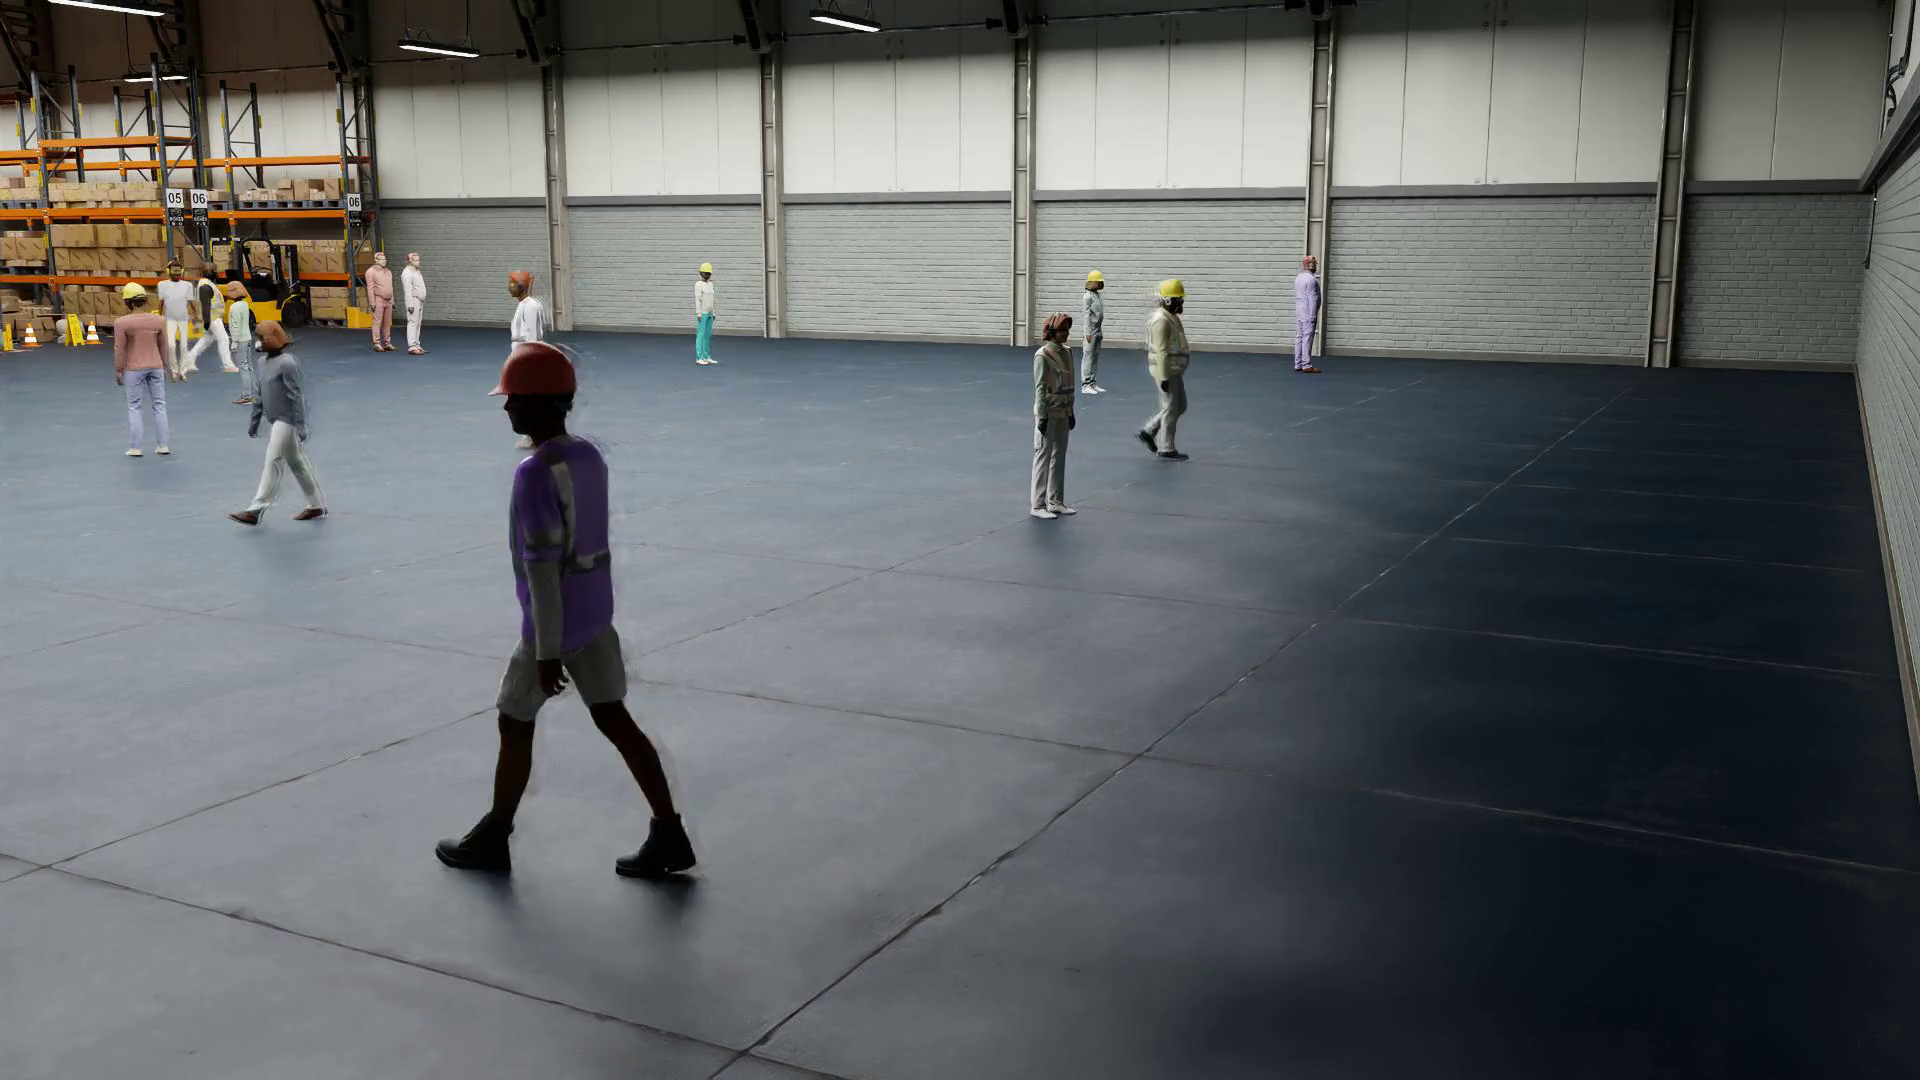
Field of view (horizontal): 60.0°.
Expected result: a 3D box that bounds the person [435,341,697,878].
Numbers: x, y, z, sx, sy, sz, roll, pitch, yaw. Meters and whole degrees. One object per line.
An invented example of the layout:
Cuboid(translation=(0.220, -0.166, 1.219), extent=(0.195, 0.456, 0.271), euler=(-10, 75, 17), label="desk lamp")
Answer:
Cuboid(translation=(-1.363, 0.260, 5.756), extent=(0.981, 1.893, 0.567), euler=(3, 11, 15), label="person")

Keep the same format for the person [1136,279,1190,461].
Cuboid(translation=(2.050, -1.692, 16.576), extent=(0.470, 1.812, 0.609), euler=(3, 11, 18), label="person")

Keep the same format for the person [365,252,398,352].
Cuboid(translation=(-11.188, -4.607, 32.235), extent=(0.408, 1.909, 0.638), euler=(4, 11, 22), label="person")

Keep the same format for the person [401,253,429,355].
Cuboid(translation=(-10.276, -4.456, 31.408), extent=(0.403, 1.906, 0.651), euler=(0, 10, -2), label="person")

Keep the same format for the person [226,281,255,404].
Cuboid(translation=(-9.613, -2.633, 22.207), extent=(0.286, 1.636, 0.498), euler=(-1, 10, -7), label="person")

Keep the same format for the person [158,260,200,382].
Cuboid(translation=(-11.918, -3.328, 25.384), extent=(0.571, 1.854, 0.535), euler=(-6, 12, -30), label="person")

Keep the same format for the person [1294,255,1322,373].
Cuboid(translation=(5.714, -3.697, 27.258), extent=(0.409, 1.913, 0.645), euler=(-2, 11, -12), label="person")

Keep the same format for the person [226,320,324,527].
Cuboid(translation=(-5.325, -0.894, 12.847), extent=(0.525, 1.588, 0.851), euler=(10, 14, 44), label="person")

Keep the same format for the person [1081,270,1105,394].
Cuboid(translation=(1.914, -2.956, 23.673), extent=(0.295, 1.743, 0.492), euler=(5, 12, 26), label="person")

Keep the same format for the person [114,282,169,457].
Cuboid(translation=(-8.325, -1.726, 16.920), extent=(0.330, 1.768, 0.525), euler=(9, 14, 41), label="person")

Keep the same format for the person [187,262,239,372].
Cuboid(translation=(-12.304, -3.632, 27.180), extent=(0.883, 1.813, 0.619), euler=(-4, 11, -22), label="person")

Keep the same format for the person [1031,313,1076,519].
Cuboid(translation=(0.747, -0.985, 13.240), extent=(0.317, 1.629, 0.508), euler=(6, 12, 32), label="person")

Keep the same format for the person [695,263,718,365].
Cuboid(translation=(-4.420, -3.942, 28.999), extent=(0.322, 1.764, 0.533), euler=(4, 11, 22), label="person")

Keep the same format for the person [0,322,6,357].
Cuboid(translation=(-11.633, -2.324, 19.722), extent=(0.672, 1.923, 0.661), euler=(5, 12, 27), label="person")

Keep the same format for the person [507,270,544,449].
Cuboid(translation=(-4.594, -1.875, 17.423), extent=(0.472, 1.872, 0.621), euler=(-3, 11, -18), label="person")

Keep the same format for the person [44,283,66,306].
Cuboid(translation=(-21.773, -6.065, 40.065), extent=(0.416, 1.951, 0.612), euler=(6, 12, 31), label="person")
